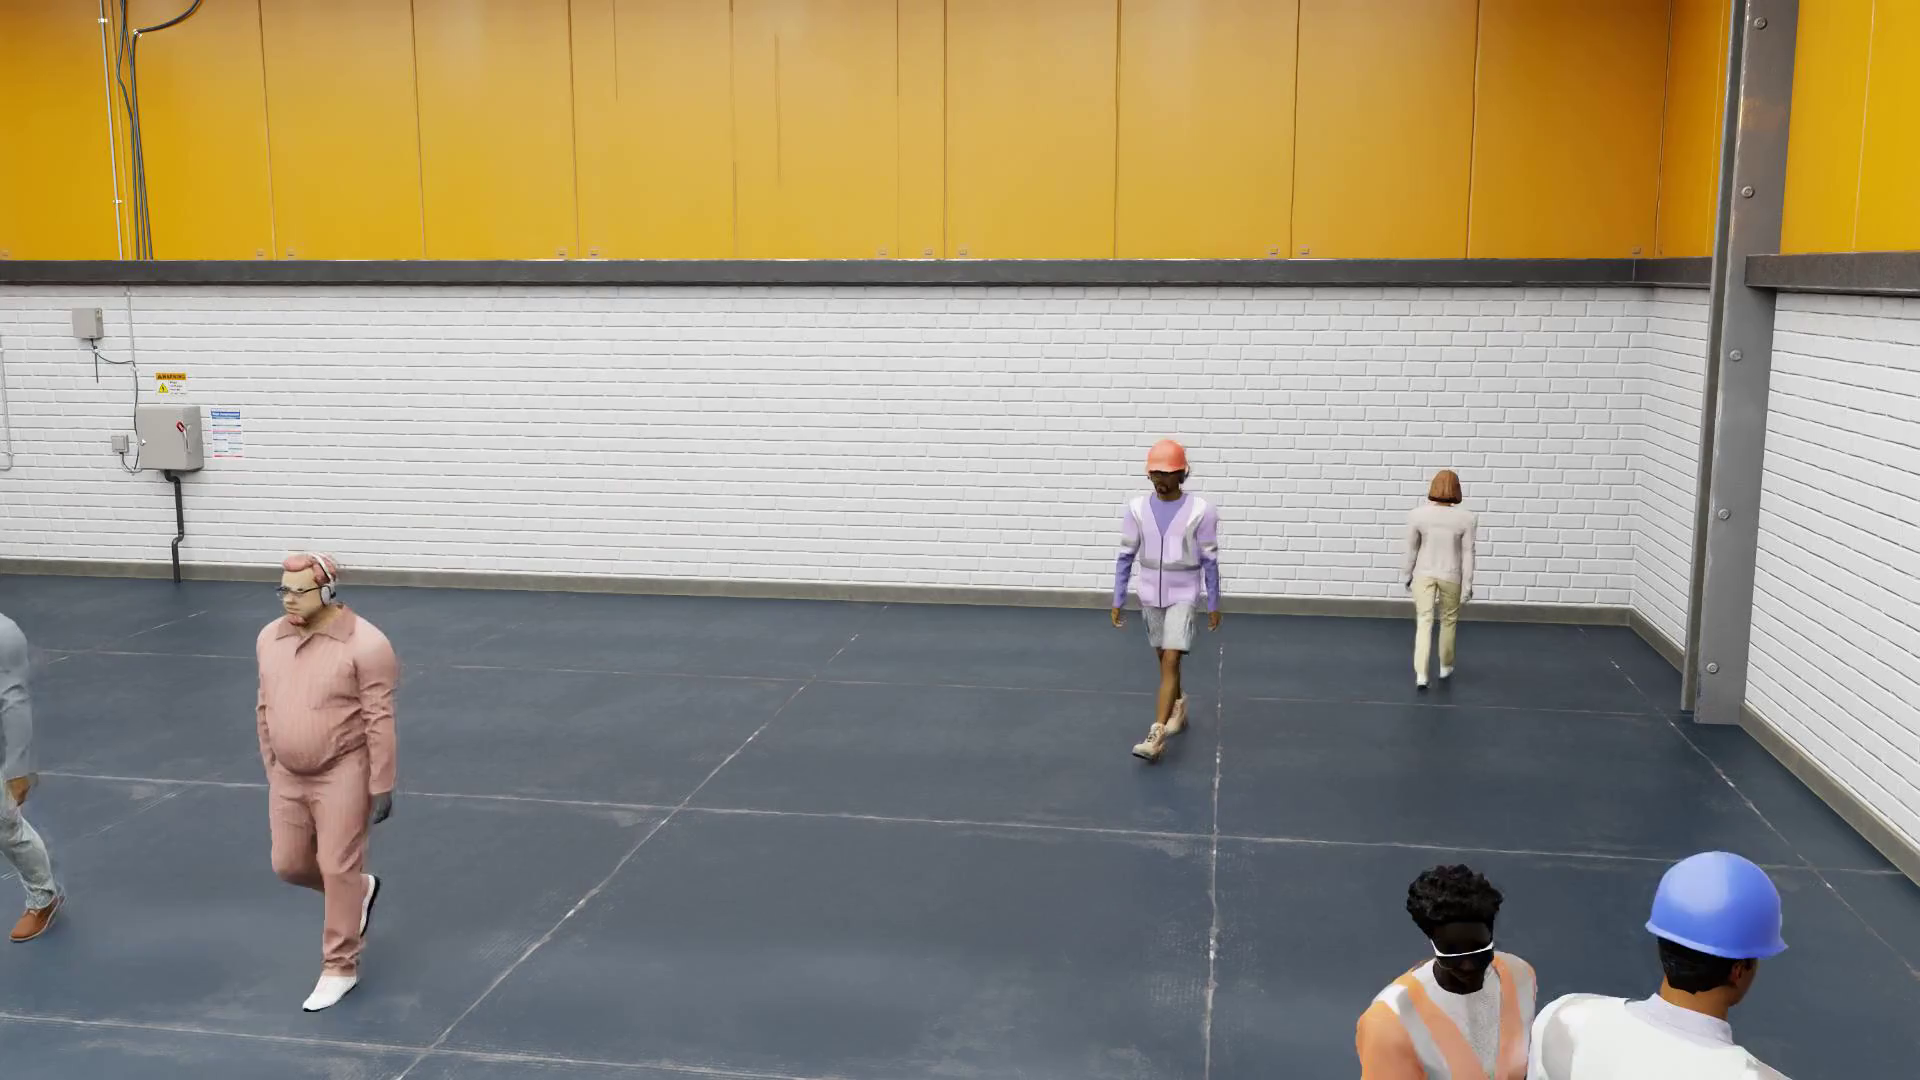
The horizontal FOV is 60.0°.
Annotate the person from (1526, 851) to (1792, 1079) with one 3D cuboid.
[{"bbox_3d":[1.467,1.547,3.335,0.833,1.910,0.645,-6,11,-31],"label":"person"}]

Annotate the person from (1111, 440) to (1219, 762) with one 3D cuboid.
[{"bbox_3d":[1.293,0.351,10.511,0.638,1.981,1.081,5,10,28],"label":"person"}]

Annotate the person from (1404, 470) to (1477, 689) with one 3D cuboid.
[{"bbox_3d":[3.495,0.278,12.156,0.510,1.593,0.833,4,10,22],"label":"person"}]

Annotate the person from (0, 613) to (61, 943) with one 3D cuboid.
[{"bbox_3d":[-4.297,0.935,7.200,0.642,1.895,1.000,0,9,2],"label":"person"}]

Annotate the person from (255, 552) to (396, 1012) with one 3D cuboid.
[{"bbox_3d":[-2.648,0.967,7.014,0.649,1.890,0.646,2,10,15],"label":"person"}]

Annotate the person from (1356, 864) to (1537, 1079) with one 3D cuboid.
[{"bbox_3d":[1.191,1.554,4.061,0.598,1.660,0.377,-5,10,-28],"label":"person"}]
